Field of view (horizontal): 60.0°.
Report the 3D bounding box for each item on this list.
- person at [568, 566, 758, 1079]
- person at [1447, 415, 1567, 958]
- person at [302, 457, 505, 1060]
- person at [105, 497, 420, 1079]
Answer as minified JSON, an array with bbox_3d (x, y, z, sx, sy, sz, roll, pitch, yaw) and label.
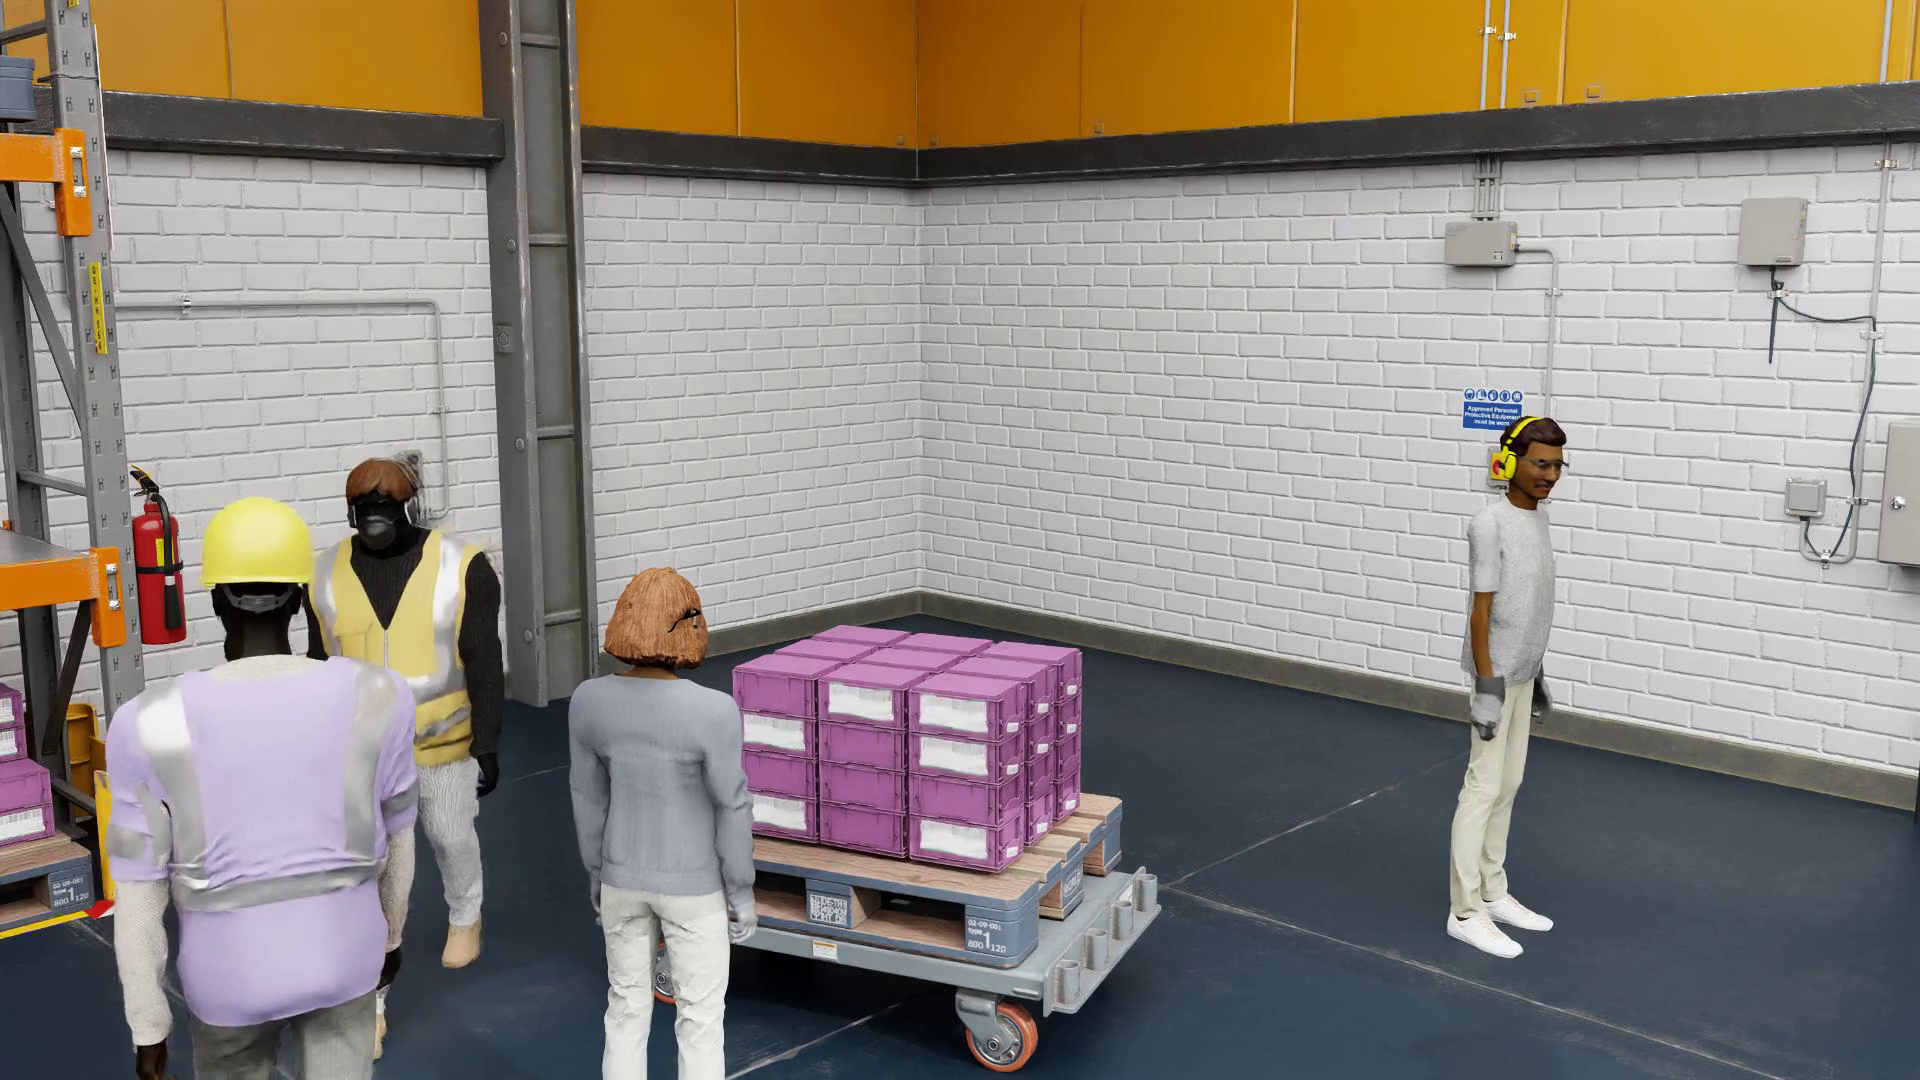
[{"bbox_3d":[-0.737,0.876,4.190,0.497,1.633,0.285,3,10,20],"label":"person"},{"bbox_3d":[1.932,0.496,5.817,0.331,1.865,0.519,8,12,41],"label":"person"},{"bbox_3d":[-1.751,0.616,5.308,0.629,1.799,0.966,-1,9,-7],"label":"person"},{"bbox_3d":[-1.416,0.860,3.456,0.590,1.901,0.705,-4,10,-25],"label":"person"}]
